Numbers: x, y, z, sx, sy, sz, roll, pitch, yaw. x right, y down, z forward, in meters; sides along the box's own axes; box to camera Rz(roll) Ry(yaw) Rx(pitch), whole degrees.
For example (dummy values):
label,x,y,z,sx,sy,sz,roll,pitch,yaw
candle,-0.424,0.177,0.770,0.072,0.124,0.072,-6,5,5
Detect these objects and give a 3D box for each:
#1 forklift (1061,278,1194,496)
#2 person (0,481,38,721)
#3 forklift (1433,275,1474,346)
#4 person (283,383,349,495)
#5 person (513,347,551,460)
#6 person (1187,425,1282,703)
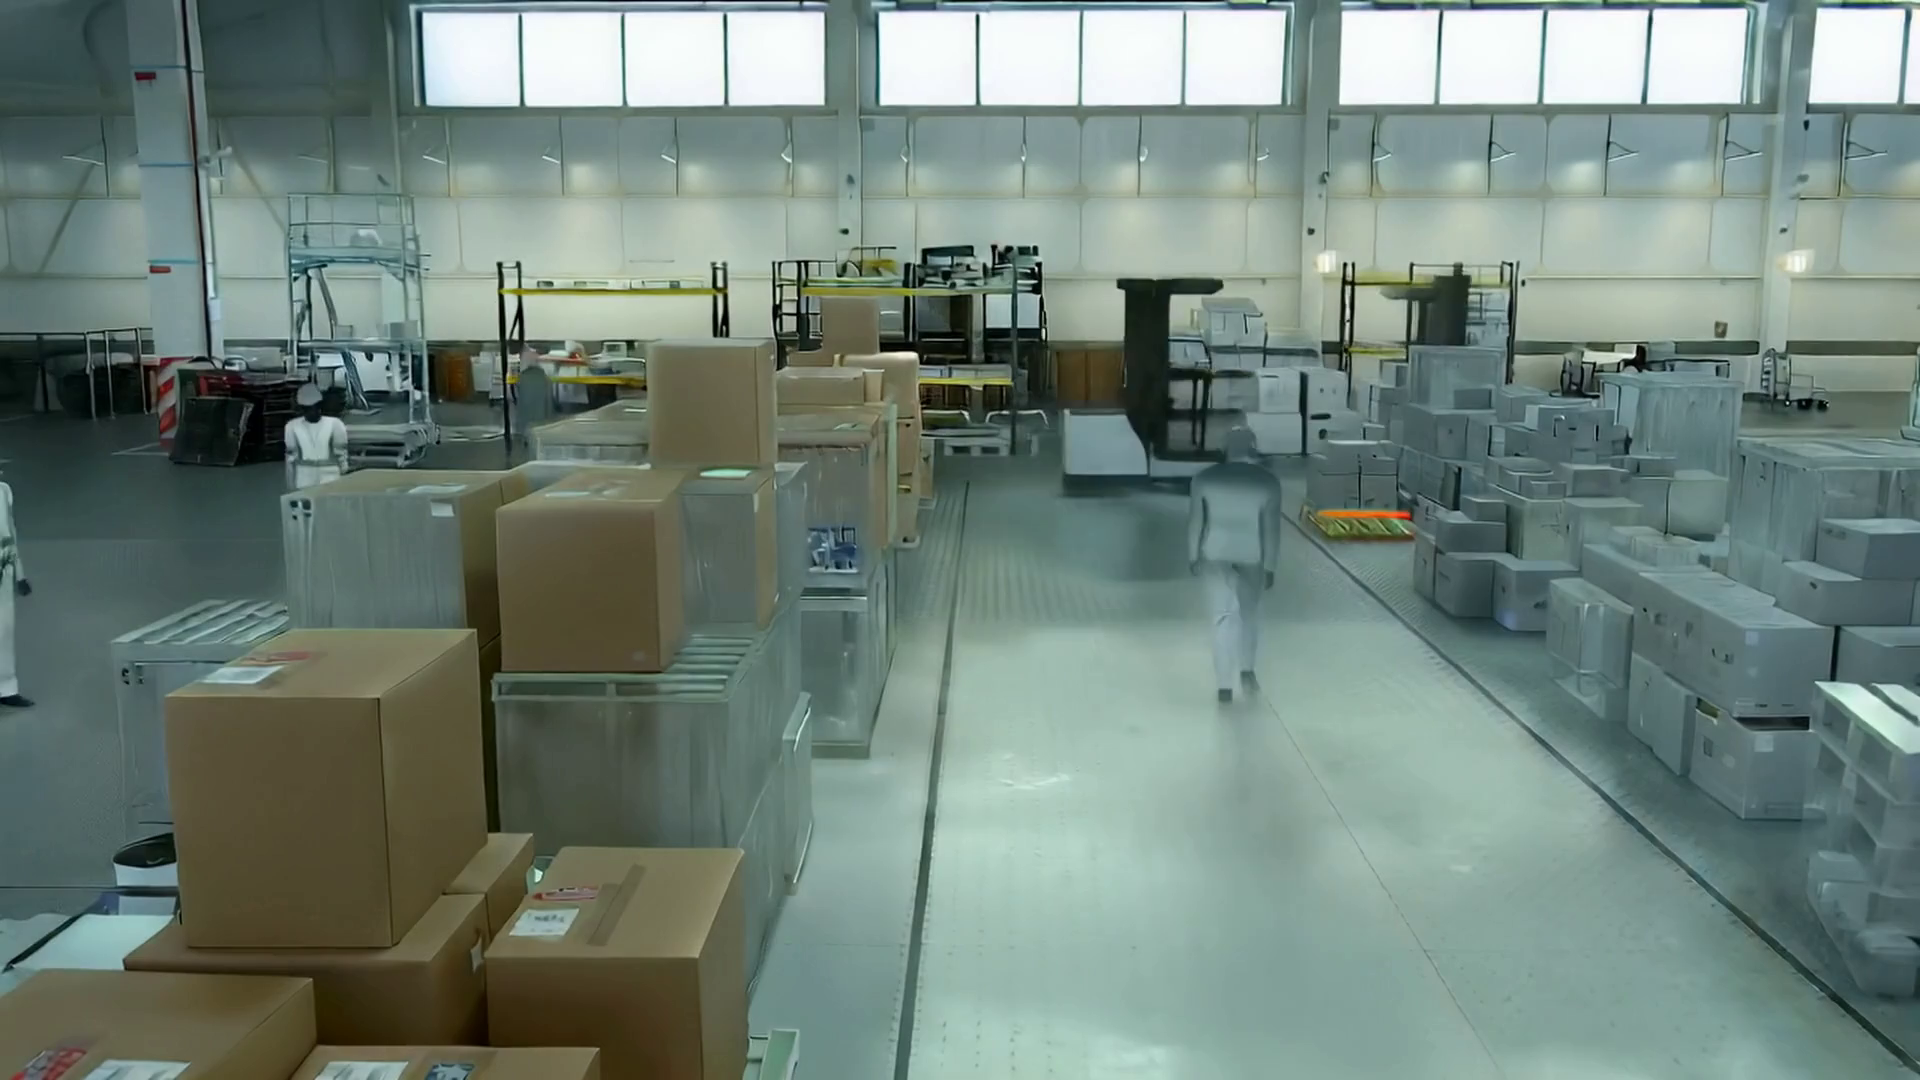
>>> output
label,x,y,z,sx,sy,sz,roll,pitch,yaw
forklift,2.281,-2.009,21.670,1.873,2.768,1.129,0,9,1
person,-6.486,0.255,11.093,0.354,1.882,0.587,1,10,9
forklift,7.808,-2.815,26.495,1.873,2.768,1.129,0,9,1
person,-6.004,-0.499,15.506,0.565,1.906,0.816,-2,10,-14
person,-5.681,-1.599,22.069,0.427,1.921,0.641,2,10,14
person,1.925,0.138,11.746,0.639,1.900,0.943,1,10,7
